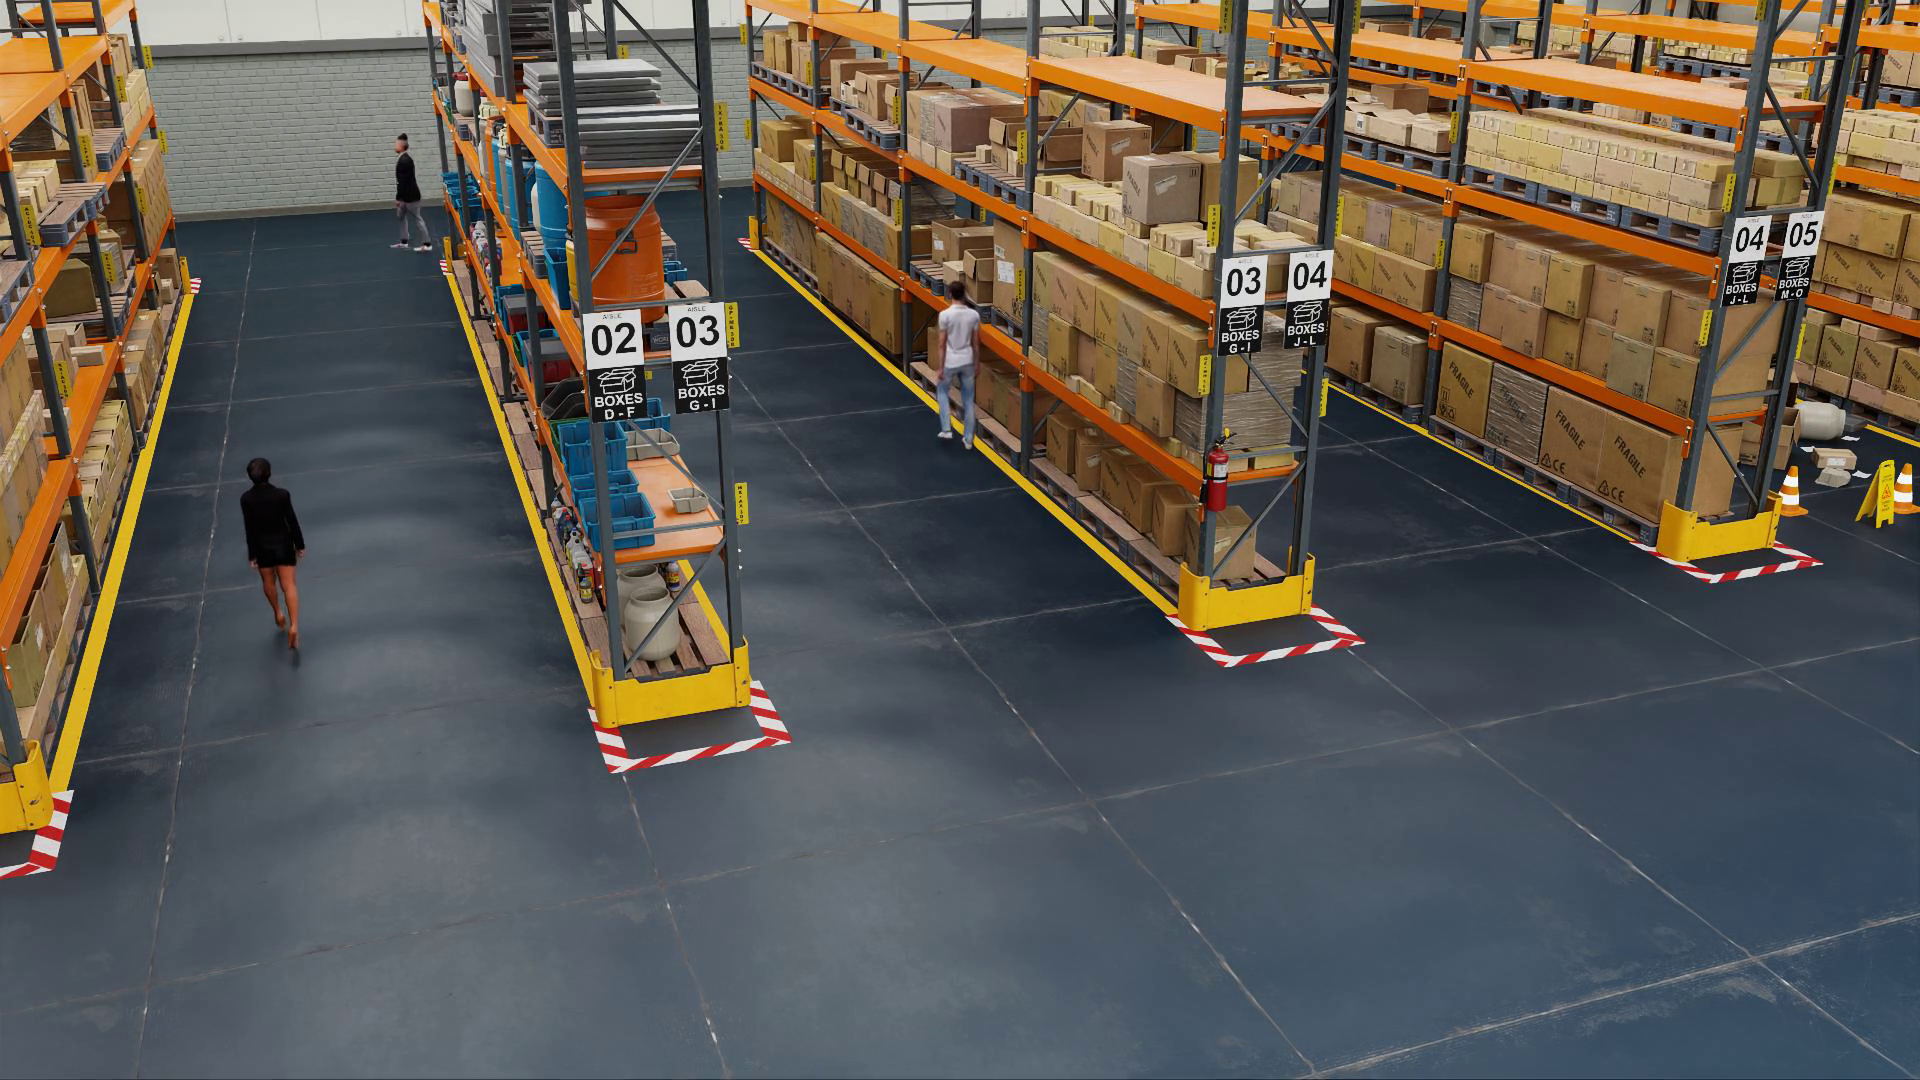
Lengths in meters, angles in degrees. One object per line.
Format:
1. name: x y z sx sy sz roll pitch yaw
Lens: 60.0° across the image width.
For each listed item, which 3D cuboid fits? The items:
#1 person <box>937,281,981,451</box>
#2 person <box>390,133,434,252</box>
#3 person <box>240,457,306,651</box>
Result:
1. person: -0.006 -1.895 18.272 0.653 1.824 0.709 -8 24 -18
2. person: -8.999 -5.718 27.482 0.800 1.927 0.861 -6 23 -15
3. person: -5.582 0.148 13.570 0.599 1.602 1.024 -8 24 -19
